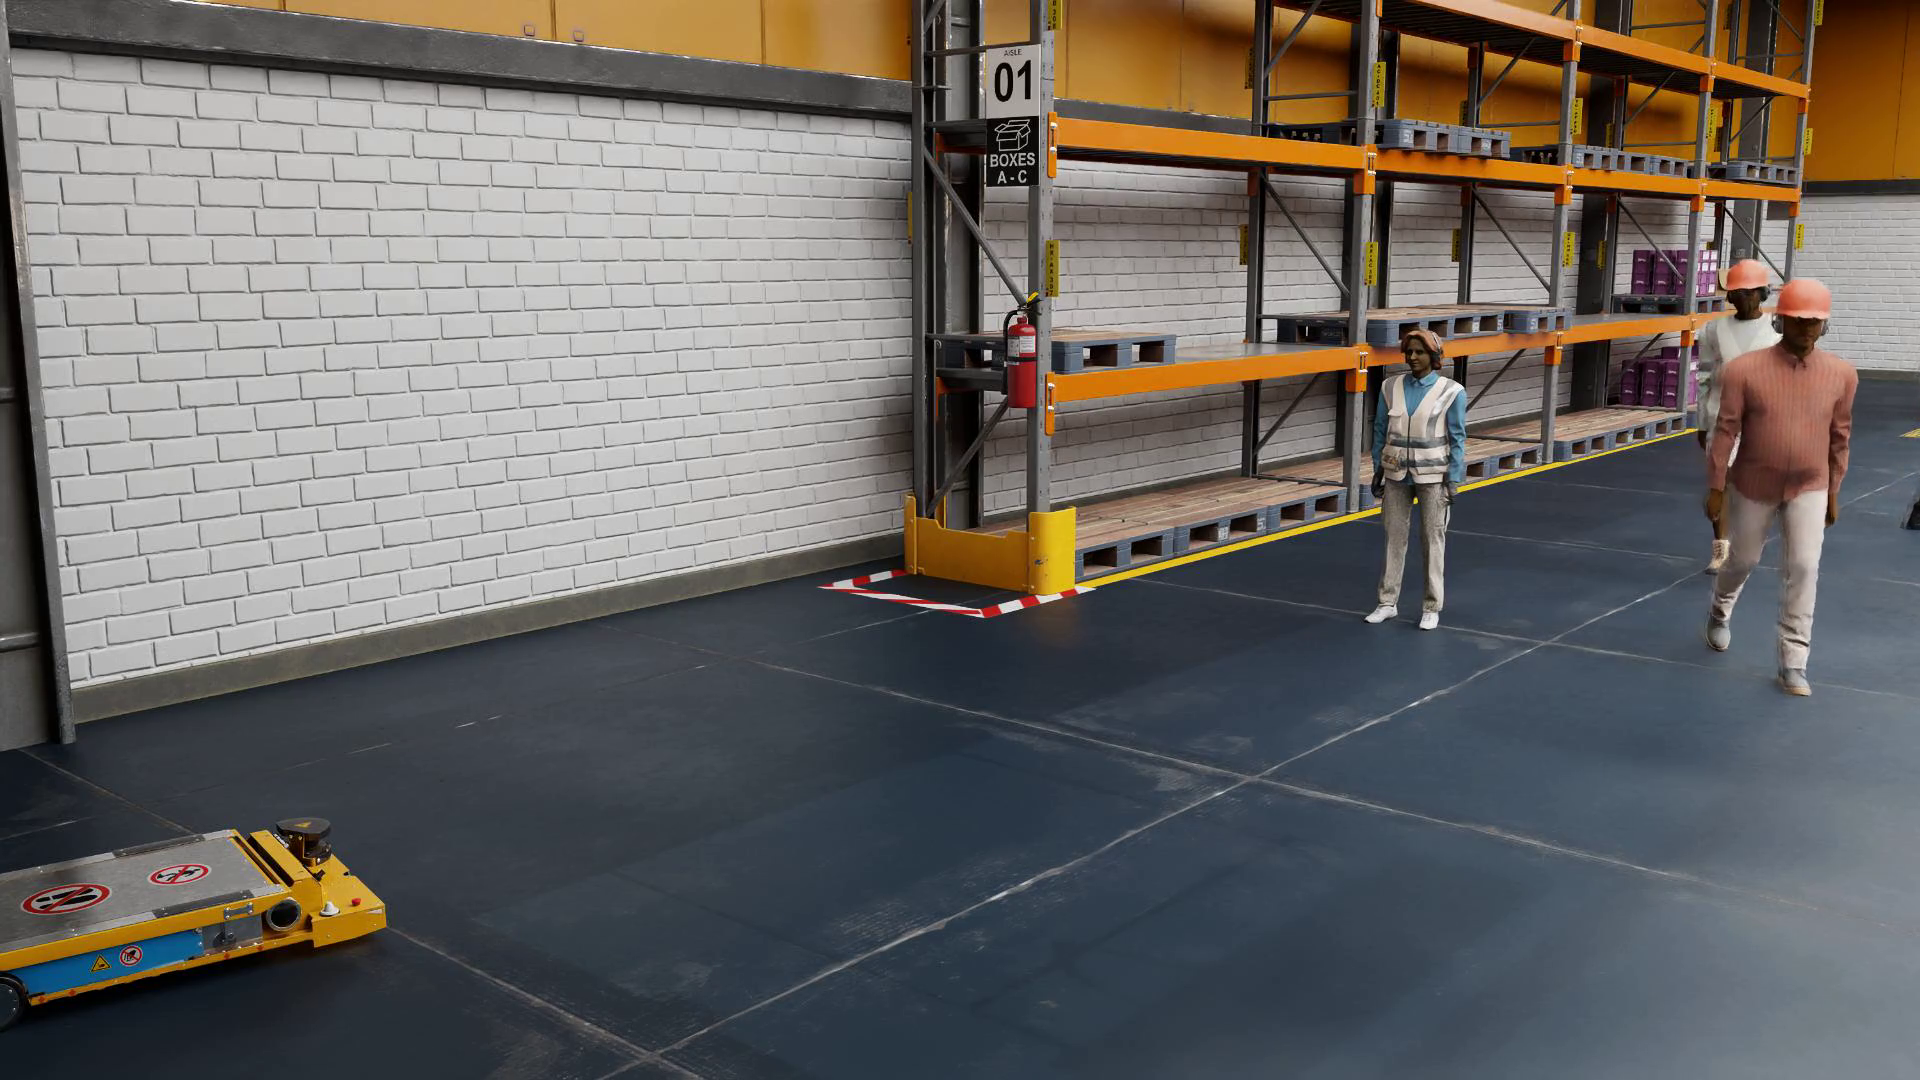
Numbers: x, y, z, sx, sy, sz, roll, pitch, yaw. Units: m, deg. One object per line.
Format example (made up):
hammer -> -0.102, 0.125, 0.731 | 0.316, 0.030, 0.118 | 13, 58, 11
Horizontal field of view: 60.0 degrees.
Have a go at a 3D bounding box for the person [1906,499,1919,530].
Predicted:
person -> 7.456, -0.971, 12.096 | 0.971, 1.866, 0.616 | 2, 10, 10

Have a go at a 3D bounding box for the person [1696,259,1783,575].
person -> 5.064, -0.803, 10.732 | 0.620, 2.012, 0.801 | 6, 12, 32

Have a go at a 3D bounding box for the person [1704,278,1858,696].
person -> 3.931, -0.300, 8.074 | 0.635, 1.953, 0.980 | 2, 10, 11

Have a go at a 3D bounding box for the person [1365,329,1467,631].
person -> 2.493, -0.330, 9.095 | 0.512, 1.642, 0.312 | 8, 12, 37

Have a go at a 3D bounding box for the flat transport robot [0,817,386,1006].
flat transport robot -> -2.488, 1.106, 4.817 | 1.431, 0.197, 0.652 | -7, 12, -36
